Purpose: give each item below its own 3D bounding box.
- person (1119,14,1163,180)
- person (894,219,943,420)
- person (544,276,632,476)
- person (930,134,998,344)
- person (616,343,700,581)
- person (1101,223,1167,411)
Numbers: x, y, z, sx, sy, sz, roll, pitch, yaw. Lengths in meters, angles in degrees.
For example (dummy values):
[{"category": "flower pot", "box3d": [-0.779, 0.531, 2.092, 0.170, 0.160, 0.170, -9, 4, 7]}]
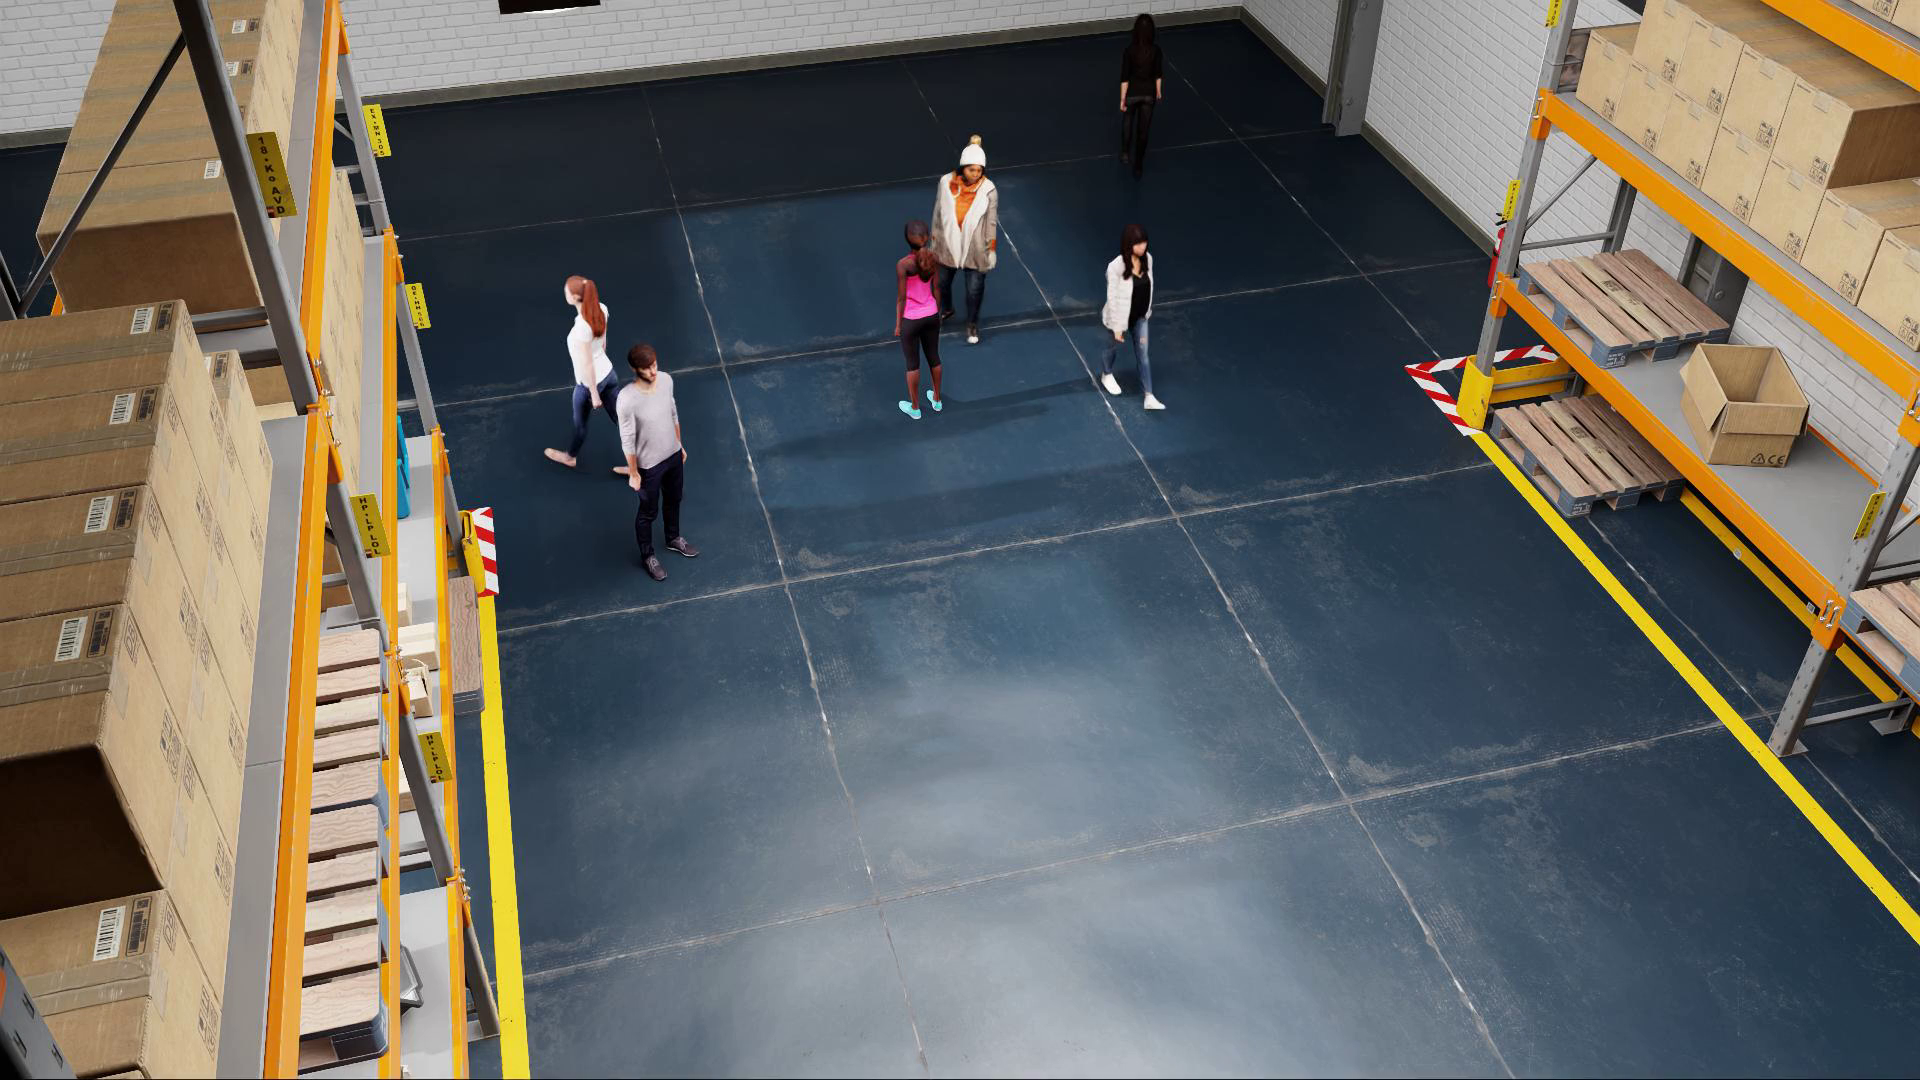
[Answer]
[{"category": "person", "box3d": [1.803, -4.382, 16.570, 0.715, 1.622, 0.855, 3, 39, 4]}, {"category": "person", "box3d": [-0.325, -1.754, 13.199, 0.626, 1.723, 0.626, -20, 43, -24]}, {"category": "person", "box3d": [-2.637, -1.171, 12.481, 1.026, 1.706, 1.054, 12, 40, 15]}, {"category": "person", "box3d": [0.020, -2.552, 14.066, 0.947, 1.887, 0.946, 14, 41, 17]}, {"category": "person", "box3d": [-2.134, -0.586, 11.640, 0.750, 1.843, 0.729, 25, 45, 28]}, {"category": "person", "box3d": [1.293, -1.842, 13.406, 0.787, 1.601, 1.068, -19, 42, -22]}]
